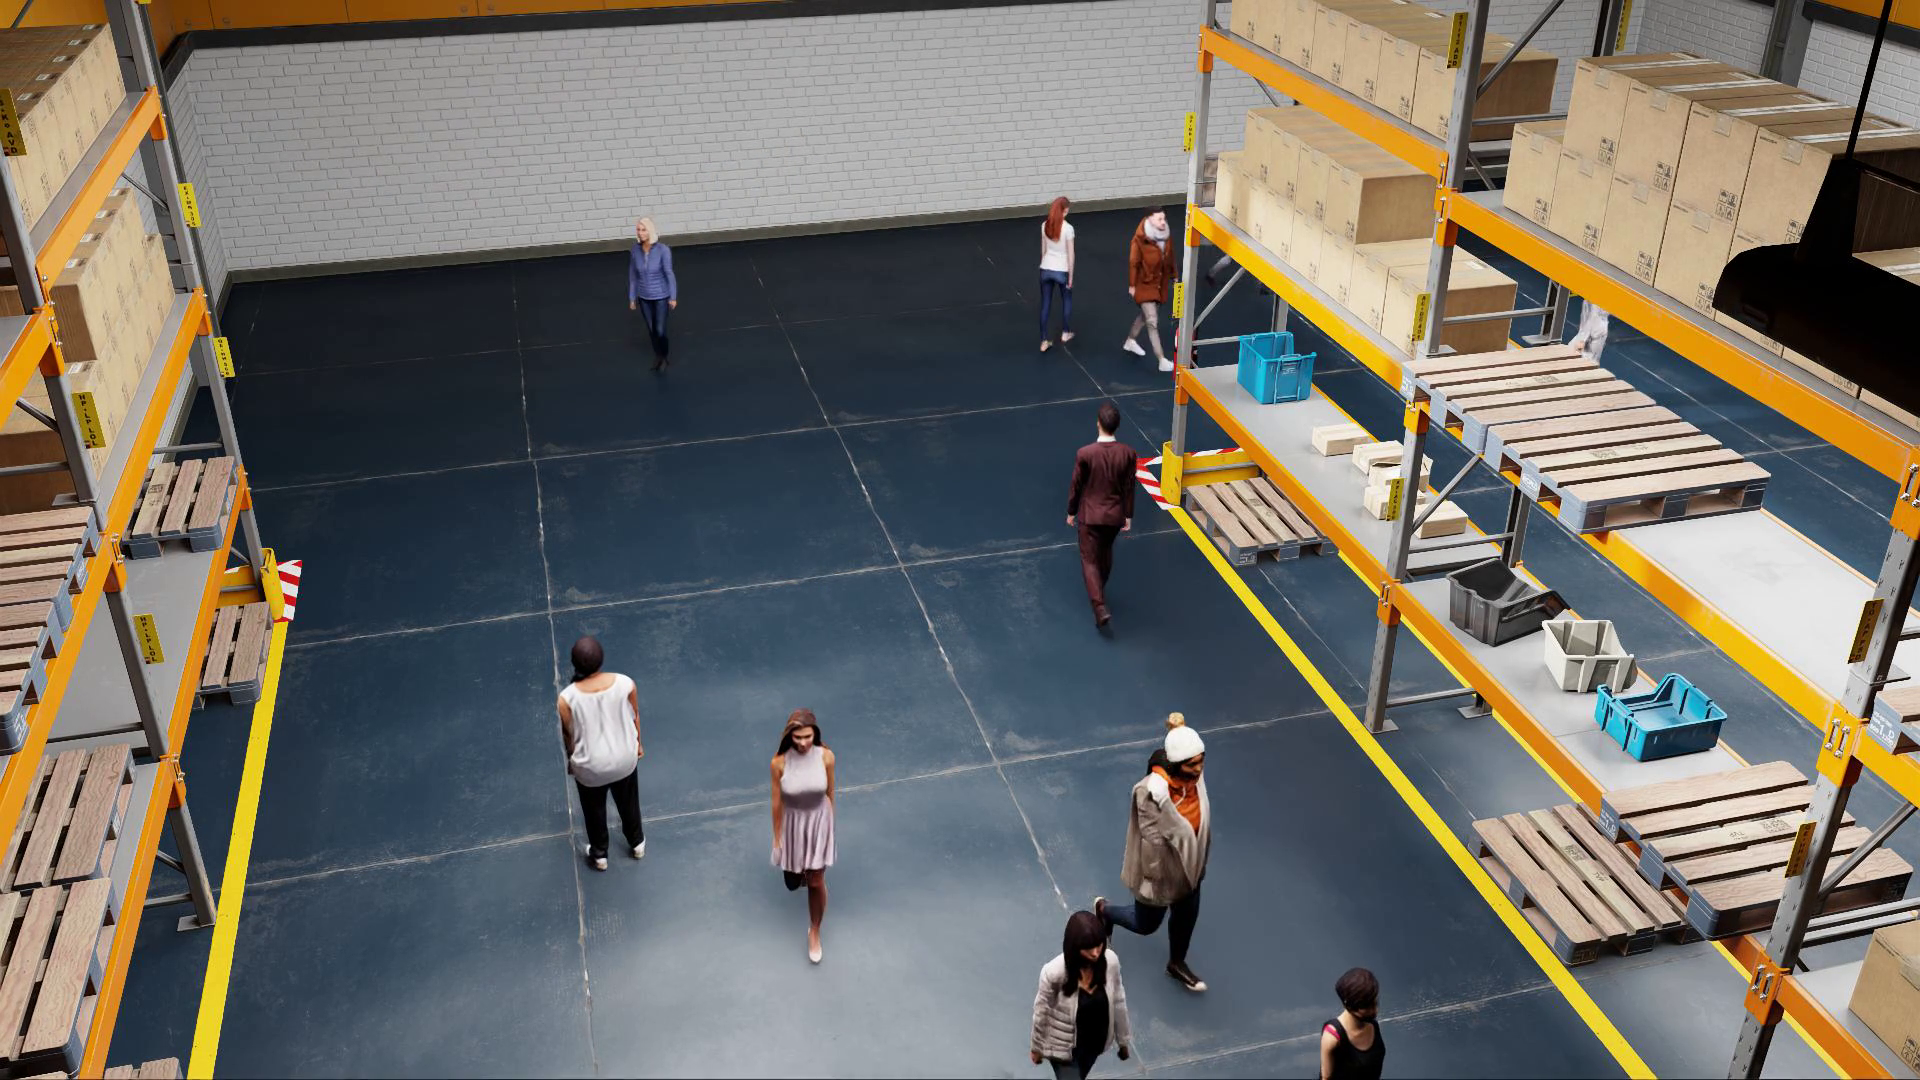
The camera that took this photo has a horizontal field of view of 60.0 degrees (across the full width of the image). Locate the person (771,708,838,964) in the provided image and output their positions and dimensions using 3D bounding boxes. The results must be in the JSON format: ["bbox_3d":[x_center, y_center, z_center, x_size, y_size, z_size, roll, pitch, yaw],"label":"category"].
[{"bbox_3d":[-0.932,1.702,9.959,0.640,1.753,0.897,-3,29,-6],"label":"person"}]

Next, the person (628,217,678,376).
[{"bbox_3d":[-3.282,-2.678,18.010,0.778,1.732,0.797,8,30,14],"label":"person"}]

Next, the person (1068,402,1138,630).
[{"bbox_3d":[1.144,-0.173,13.300,0.762,1.844,1.161,-5,29,-9],"label":"person"}]

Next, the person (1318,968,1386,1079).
[{"bbox_3d":[1.899,2.741,8.264,0.620,1.553,0.636,-23,36,-36],"label":"person"}]

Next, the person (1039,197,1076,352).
[{"bbox_3d":[1.019,-2.915,18.466,0.847,1.711,0.929,10,30,18],"label":"person"}]

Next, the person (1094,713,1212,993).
[{"bbox_3d":[1.125,1.792,9.670,0.957,1.871,1.130,-24,37,-37],"label":"person"}]

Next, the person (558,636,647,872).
[{"bbox_3d":[-2.300,1.353,10.666,0.695,1.687,0.655,-12,31,-21],"label":"person"}]

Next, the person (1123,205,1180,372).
[{"bbox_3d":[2.020,-2.762,18.105,1.043,1.788,1.271,-24,37,-36],"label":"person"}]

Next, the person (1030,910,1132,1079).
[{"bbox_3d":[0.567,2.516,8.600,0.725,1.625,0.798,-14,31,-23],"label":"person"}]
